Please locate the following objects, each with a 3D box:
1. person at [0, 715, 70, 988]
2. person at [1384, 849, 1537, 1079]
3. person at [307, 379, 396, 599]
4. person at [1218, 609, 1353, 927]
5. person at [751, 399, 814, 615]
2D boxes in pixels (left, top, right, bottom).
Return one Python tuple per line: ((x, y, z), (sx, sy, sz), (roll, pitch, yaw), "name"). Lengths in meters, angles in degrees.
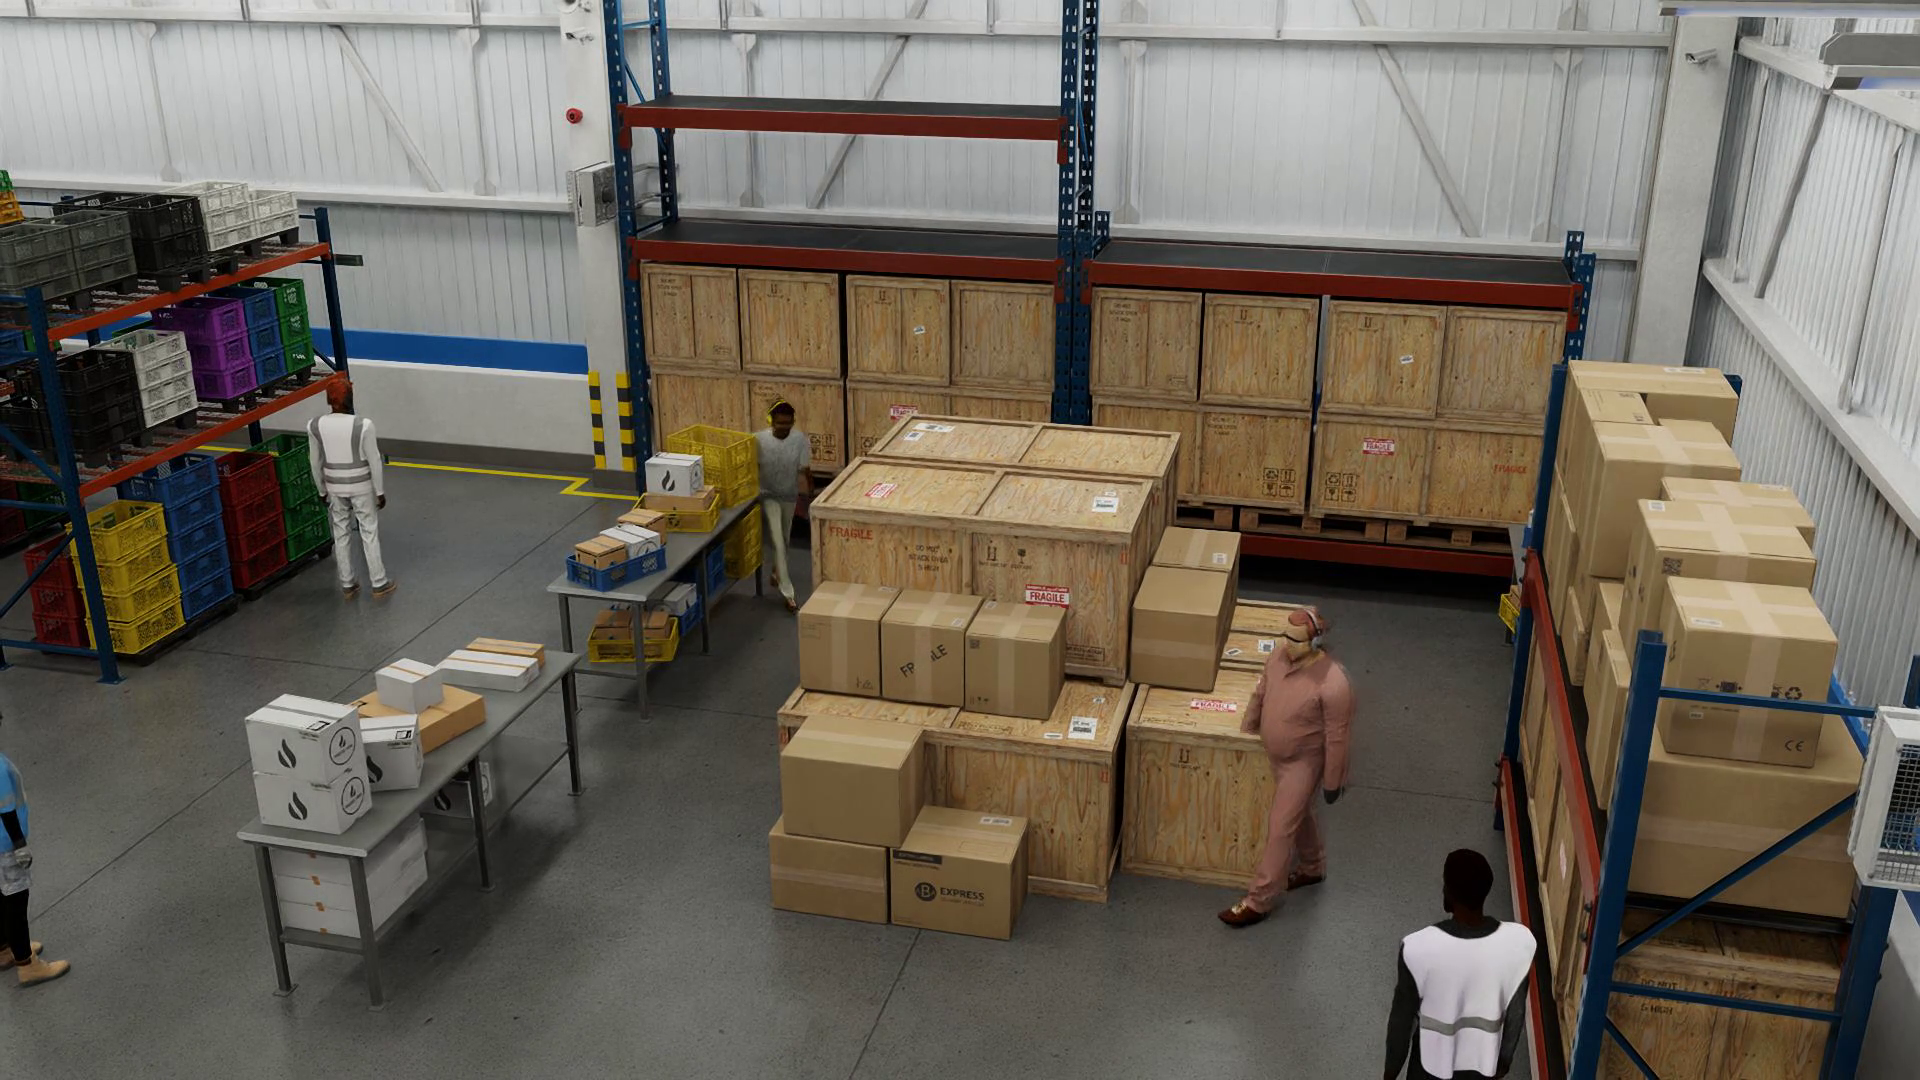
((-5.132, 1.579, 8.892), (0.539, 1.695, 0.318), (16, 26, 36), "person")
((2.084, 2.183, 7.023), (0.589, 1.912, 0.377), (-2, 21, -5), "person")
((-5.082, -0.423, 13.870), (0.575, 1.885, 0.356), (1, 21, 2), "person")
((1.837, 1.262, 9.495), (0.865, 1.864, 0.646), (-9, 23, -21), "person")
((-1.468, -0.347, 13.824), (0.521, 1.787, 1.057), (-5, 21, -13), "person")
